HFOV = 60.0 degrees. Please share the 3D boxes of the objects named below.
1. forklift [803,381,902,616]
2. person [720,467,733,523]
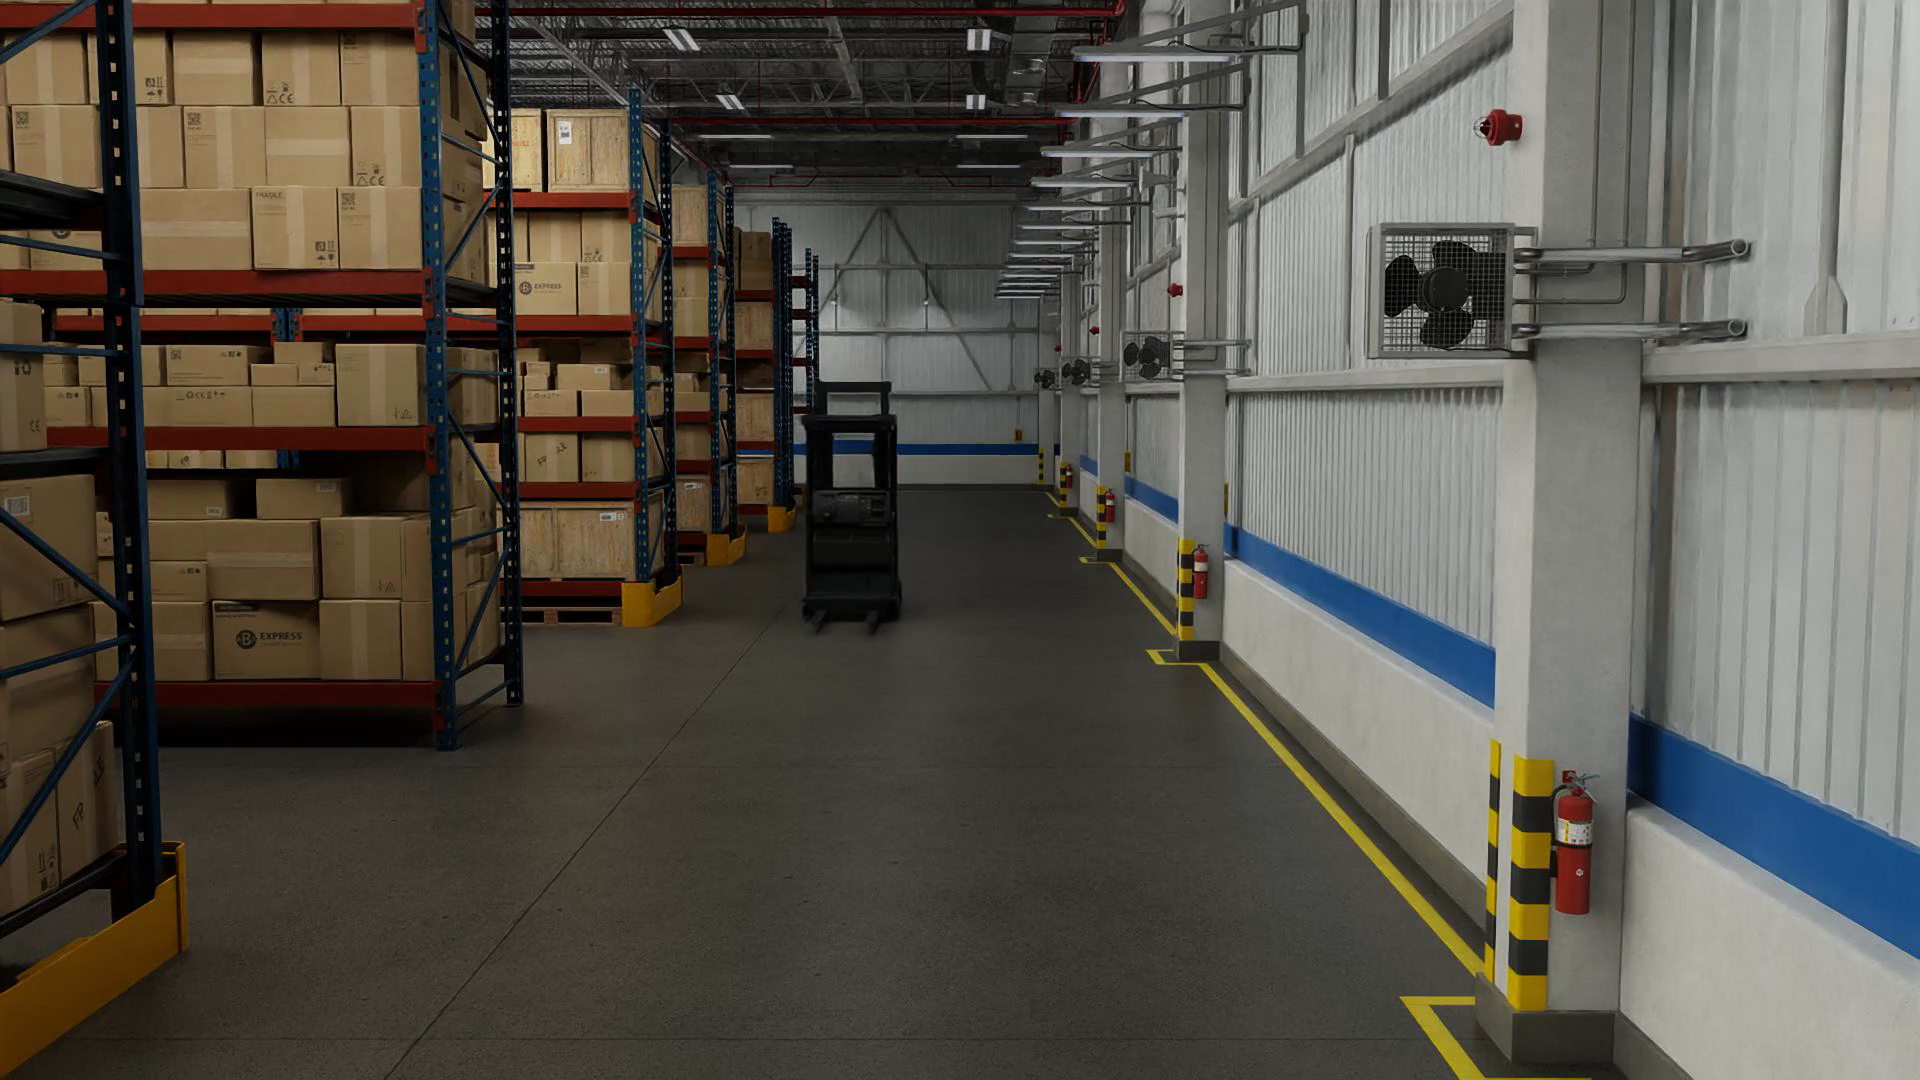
[{"bbox_3d":[-1.296,-0.553,20.354,1.129,2.768,1.873,0,5,0],"label":"forklift"},{"bbox_3d":[-4.261,-0.742,29.315,0.906,1.715,0.557,5,7,42],"label":"person"}]
